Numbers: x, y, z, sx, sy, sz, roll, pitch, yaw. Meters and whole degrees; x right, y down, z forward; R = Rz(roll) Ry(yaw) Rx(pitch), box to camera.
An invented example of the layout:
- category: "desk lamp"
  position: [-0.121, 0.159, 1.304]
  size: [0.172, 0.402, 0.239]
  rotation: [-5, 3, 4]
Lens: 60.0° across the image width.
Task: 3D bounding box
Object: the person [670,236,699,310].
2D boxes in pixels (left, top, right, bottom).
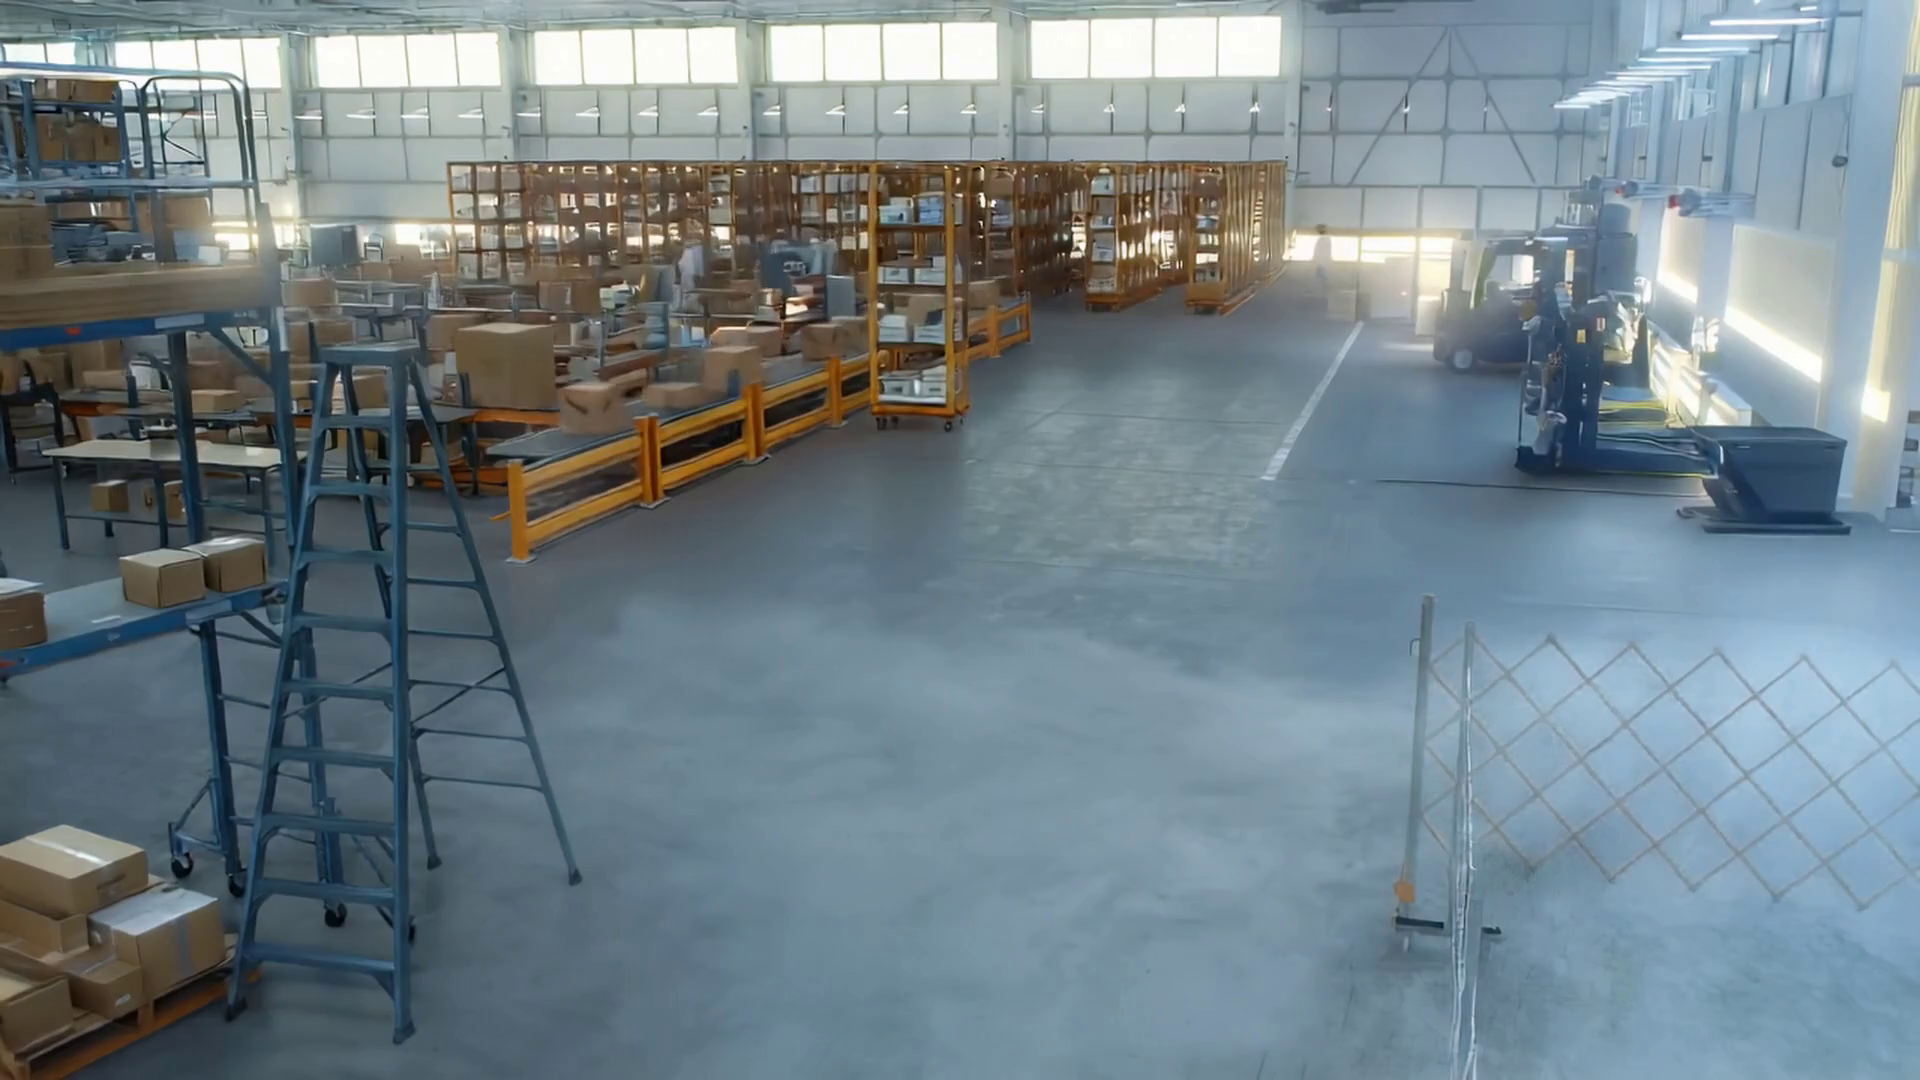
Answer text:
- category: "person"
  position: [-6.834, -6.591, 41.078]
  size: [0.757, 1.804, 0.601]
  rotation: [-3, 13, -13]

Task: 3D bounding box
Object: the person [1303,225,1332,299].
- category: "person"
  position: [9.629, -7.406, 44.315]
  size: [0.633, 1.947, 1.016]
  rotation: [-12, 18, -43]

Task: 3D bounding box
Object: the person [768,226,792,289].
- category: "person"
  position: [-4.612, -6.993, 42.415]
  size: [0.674, 1.995, 0.563]
  rotation: [-3, 13, -14]

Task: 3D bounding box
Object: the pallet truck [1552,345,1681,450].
- category: "pallet truck"
  position: [8.641, -1.896, 21.908]
  size: [1.630, 1.274, 0.653]
  rotation: [4, 14, 16]

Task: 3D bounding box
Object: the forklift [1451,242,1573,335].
- category: "forklift"
  position: [10.464, -4.597, 31.405]
  size: [2.680, 1.987, 1.157]
  rotation: [4, 14, 16]

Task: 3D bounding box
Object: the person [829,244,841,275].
- category: "person"
  position: [-3.000, -6.000, 38.653]
  size: [0.700, 1.739, 0.560]
  rotation: [6, 15, 26]

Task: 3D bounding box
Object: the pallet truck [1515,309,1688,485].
- category: "pallet truck"
  position: [7.554, -1.677, 19.446]
  size: [1.885, 1.965, 0.823]
  rotation: [3, 13, 14]

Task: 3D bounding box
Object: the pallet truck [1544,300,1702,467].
- category: "pallet truck"
  position: [8.263, -1.952, 20.631]
  size: [1.885, 1.965, 0.823]
  rotation: [5, 14, 20]

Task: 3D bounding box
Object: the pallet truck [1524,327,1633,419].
- category: "pallet truck"
  position: [9.065, -2.460, 24.370]
  size: [1.522, 1.261, 0.704]
  rotation: [3, 13, 14]

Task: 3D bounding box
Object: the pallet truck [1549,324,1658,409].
- category: "pallet truck"
  position: [9.824, -2.669, 25.407]
  size: [1.601, 1.201, 0.680]
  rotation: [4, 14, 16]

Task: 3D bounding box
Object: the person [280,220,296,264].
- category: "person"
  position: [-22.791, -10.048, 56.416]
  size: [0.518, 1.627, 0.435]
  rotation: [-9, 16, -34]

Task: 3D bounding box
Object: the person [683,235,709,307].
- category: "person"
  position: [-6.746, -6.784, 41.908]
  size: [0.772, 1.819, 0.579]
  rotation: [7, 15, 28]

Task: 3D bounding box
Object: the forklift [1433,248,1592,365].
- category: "forklift"
  position: [9.780, -4.111, 29.280]
  size: [2.680, 1.987, 1.157]
  rotation: [3, 13, 14]
